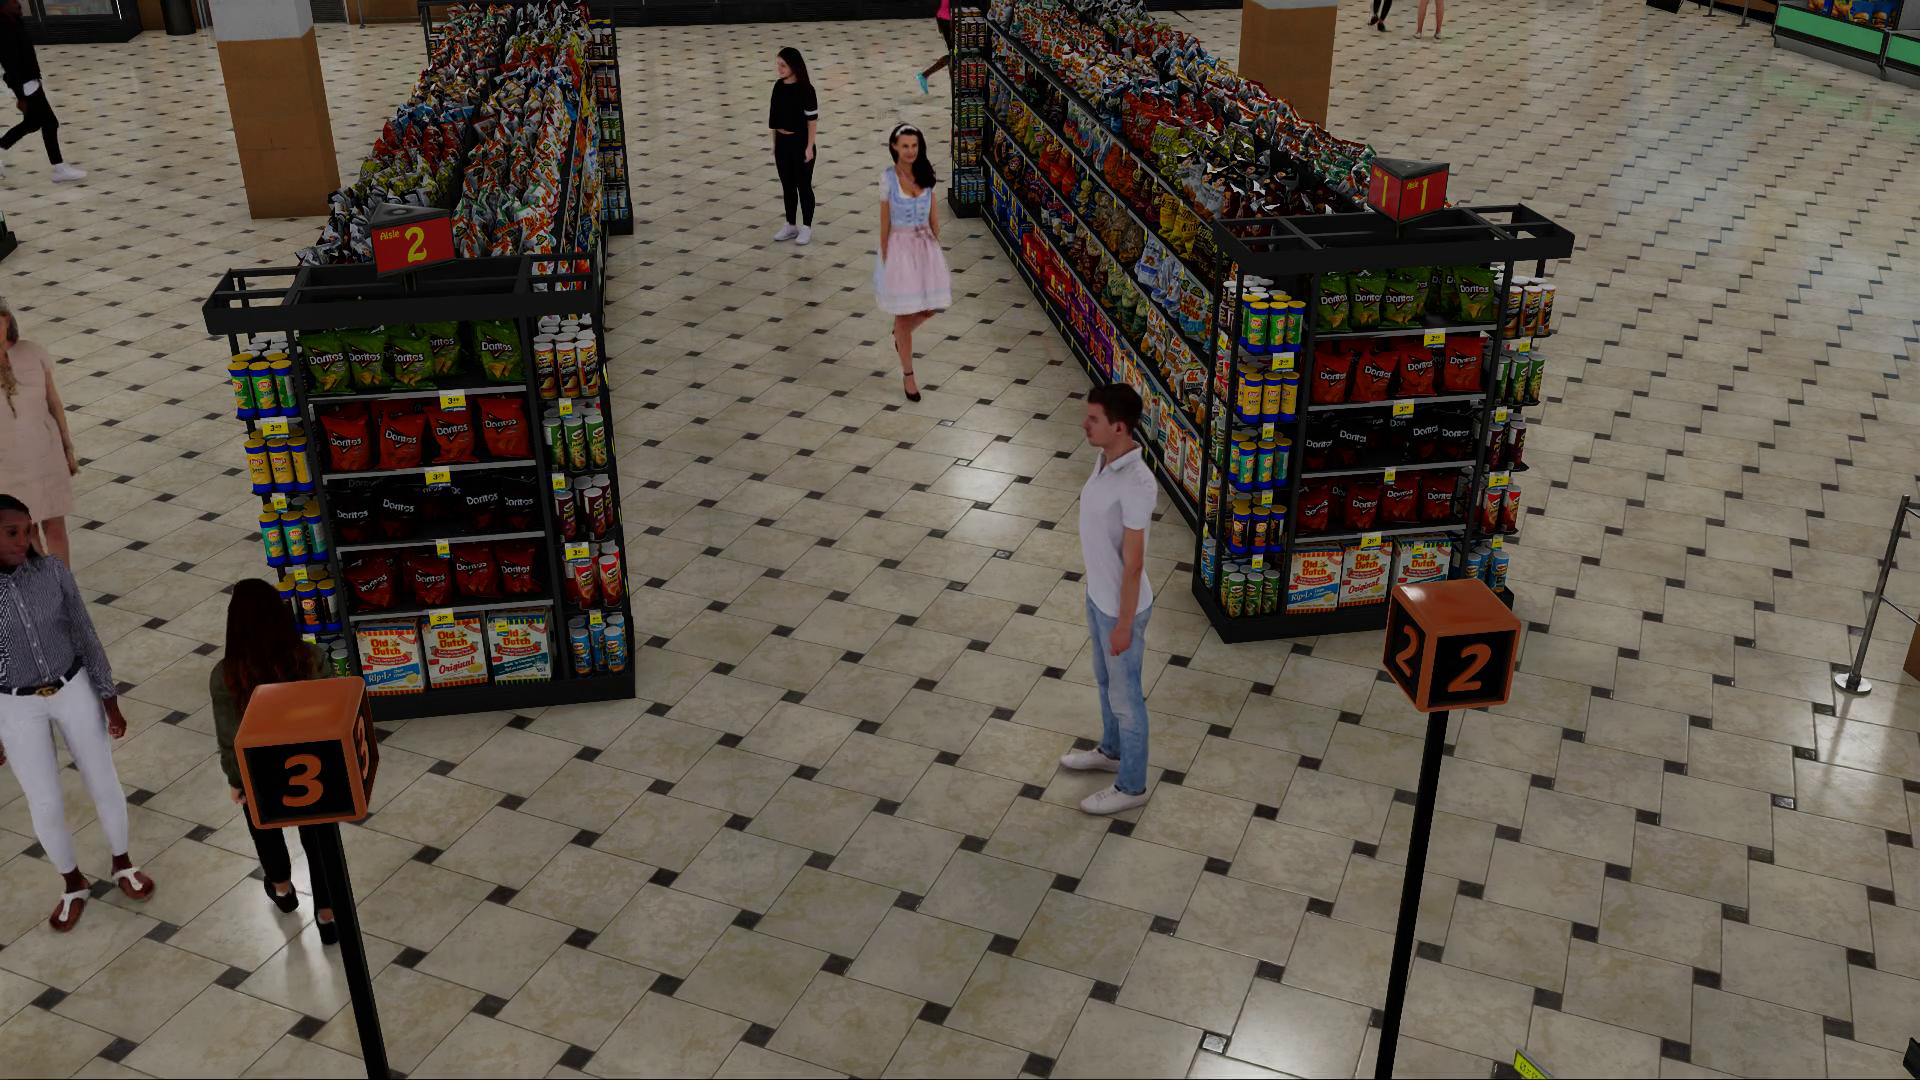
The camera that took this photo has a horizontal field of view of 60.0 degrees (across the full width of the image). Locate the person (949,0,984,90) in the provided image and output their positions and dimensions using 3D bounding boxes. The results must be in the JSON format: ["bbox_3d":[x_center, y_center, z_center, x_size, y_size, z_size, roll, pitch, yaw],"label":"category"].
[{"bbox_3d":[0.141,-5.508,18.123,0.794,1.793,1.203,-10,28,-18],"label":"person"}]

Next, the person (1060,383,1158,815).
[{"bbox_3d":[0.646,0.236,6.732,0.697,1.851,0.446,-5,27,-9],"label":"person"}]

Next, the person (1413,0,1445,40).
[{"bbox_3d":[6.429,-7.675,22.482,0.656,1.716,0.633,2,27,3],"label":"person"}]

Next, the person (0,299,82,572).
[{"bbox_3d":[-4.559,-0.392,8.112,0.820,1.723,0.960,-19,32,-32],"label":"person"}]

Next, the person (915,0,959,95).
[{"bbox_3d":[-0.194,-5.886,18.963,0.765,1.707,0.951,-12,29,-22],"label":"person"}]

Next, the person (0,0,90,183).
[{"bbox_3d":[-8.868,-4.235,15.613,0.878,1.793,1.115,-10,28,-18],"label":"person"}]

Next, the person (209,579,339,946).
[{"bbox_3d":[-2.409,0.841,5.965,0.726,1.467,0.810,-14,30,-26],"label":"person"}]

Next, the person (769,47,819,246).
[{"bbox_3d":[-1.390,-3.318,13.976,0.714,1.638,0.768,16,31,28],"label":"person"}]

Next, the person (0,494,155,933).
[{"bbox_3d":[-3.350,0.634,6.108,0.715,1.706,0.687,-12,29,-23],"label":"person"}]

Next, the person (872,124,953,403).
[{"bbox_3d":[-0.368,-1.820,10.833,0.786,1.808,0.964,-10,29,-19],"label":"person"}]
